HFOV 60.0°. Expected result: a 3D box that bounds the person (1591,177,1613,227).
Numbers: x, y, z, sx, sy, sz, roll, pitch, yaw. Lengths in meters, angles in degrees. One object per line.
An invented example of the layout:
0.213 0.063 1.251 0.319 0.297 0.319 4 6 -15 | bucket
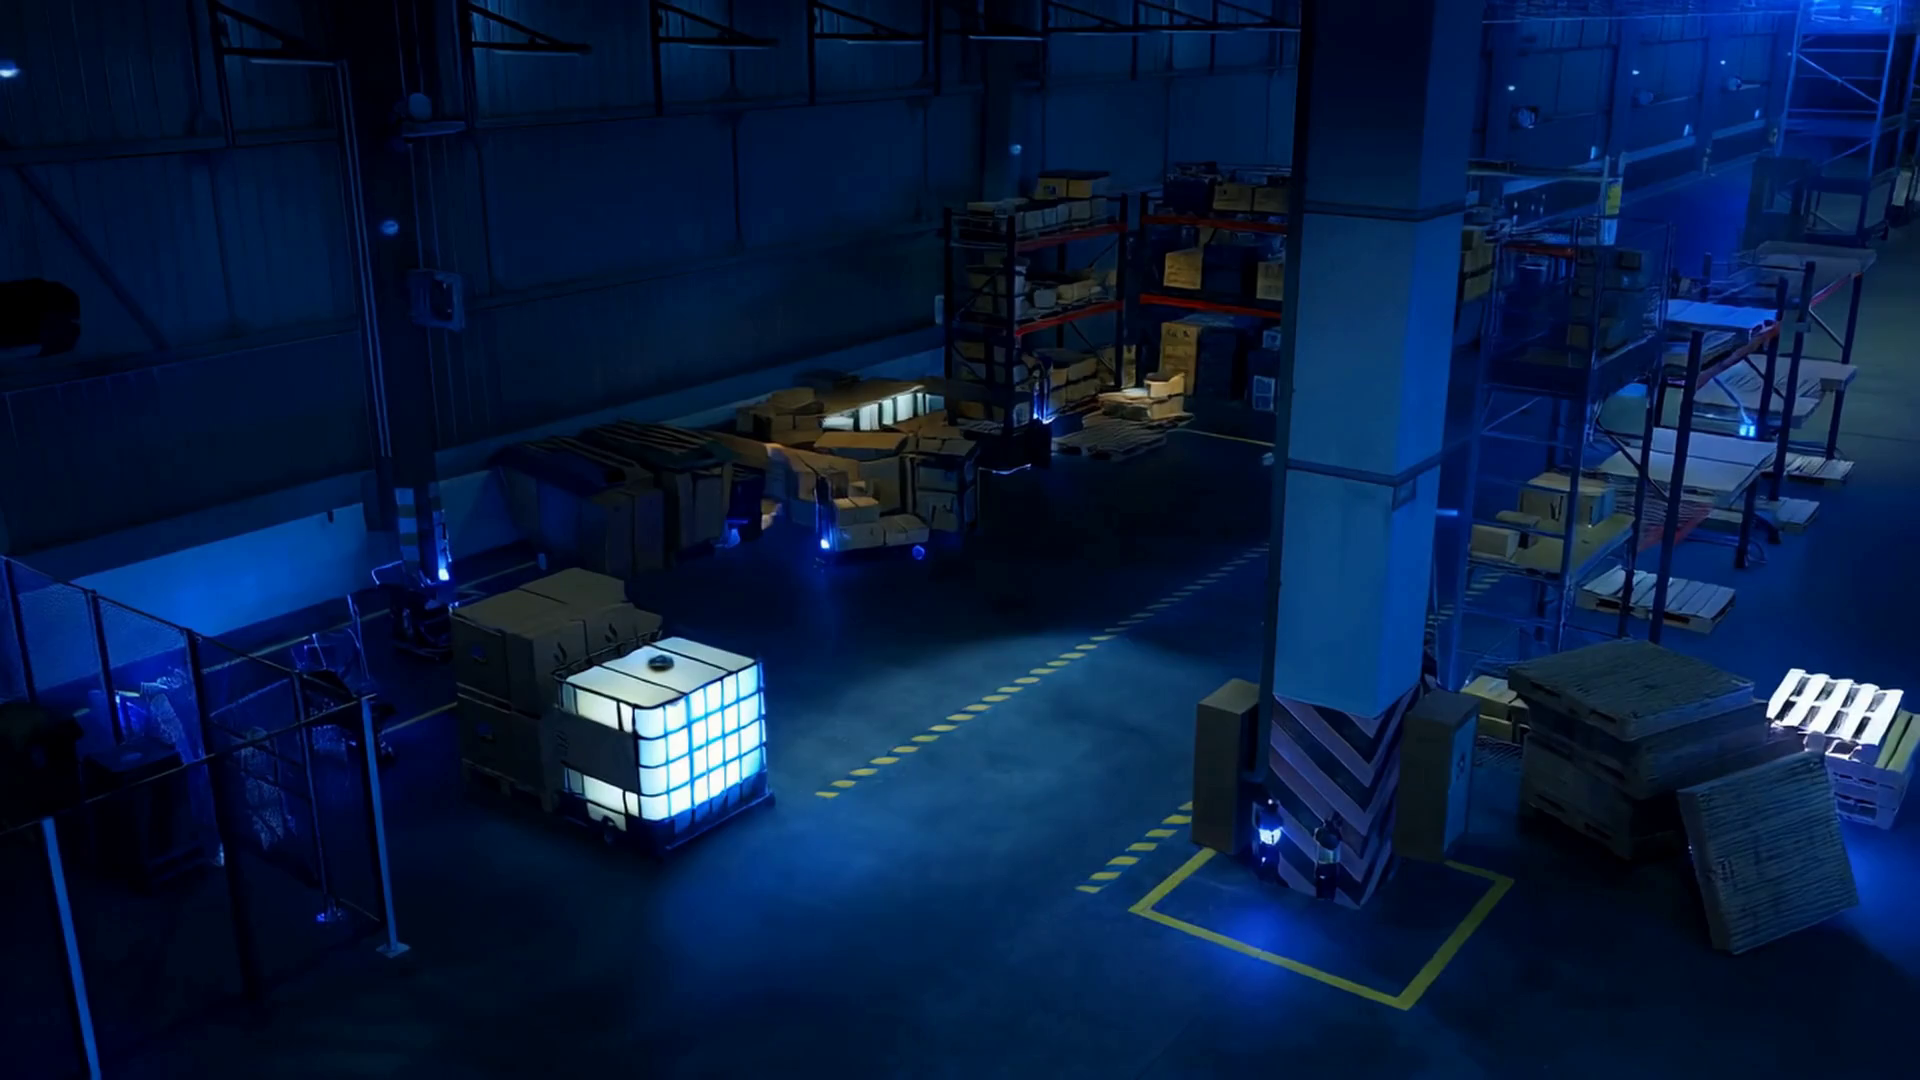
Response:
14.775 -7.551 38.374 0.557 1.866 1.028 -9 20 -25 | person

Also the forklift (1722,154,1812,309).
15.464 -5.892 31.651 1.129 2.768 1.873 13 22 34 | forklift
